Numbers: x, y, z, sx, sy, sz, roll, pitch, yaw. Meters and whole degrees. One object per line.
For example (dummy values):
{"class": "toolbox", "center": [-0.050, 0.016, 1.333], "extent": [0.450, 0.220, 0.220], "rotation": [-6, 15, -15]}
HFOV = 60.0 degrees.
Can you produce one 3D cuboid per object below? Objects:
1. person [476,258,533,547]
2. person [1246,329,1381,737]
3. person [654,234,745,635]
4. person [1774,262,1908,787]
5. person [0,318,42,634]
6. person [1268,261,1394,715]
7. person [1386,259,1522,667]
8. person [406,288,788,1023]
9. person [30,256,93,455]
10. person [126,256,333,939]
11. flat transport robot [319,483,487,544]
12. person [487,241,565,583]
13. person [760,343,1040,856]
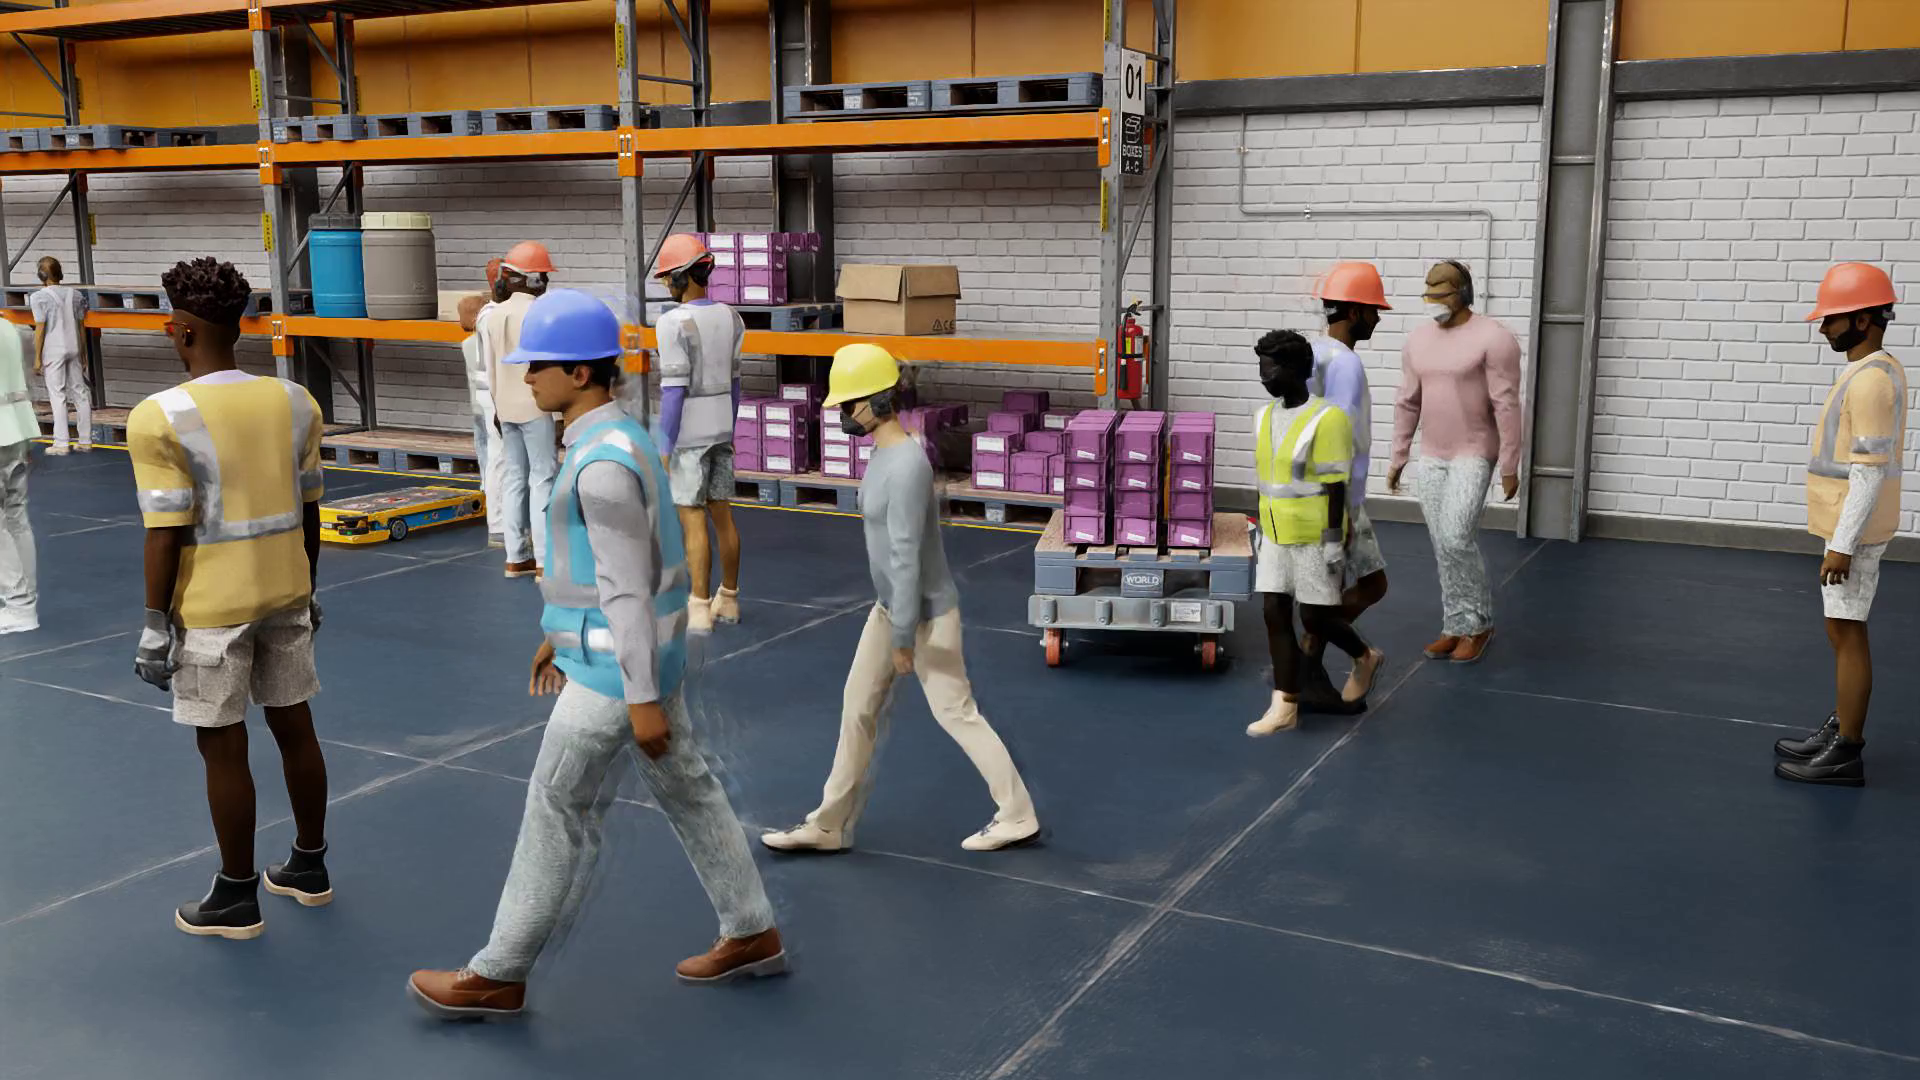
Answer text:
{"class": "person", "center": [-2.998, -0.900, 10.931], "extent": [0.337, 1.883, 0.584], "rotation": [-1, 10, -8]}
{"class": "person", "center": [1.451, -0.031, 6.802], "extent": [0.600, 1.665, 0.540], "rotation": [-6, 12, -30]}
{"class": "person", "center": [-1.359, -0.532, 8.503], "extent": [0.388, 2.036, 0.605], "rotation": [6, 12, 28]}
{"class": "person", "center": [3.263, -0.051, 6.155], "extent": [0.371, 1.931, 0.543], "rotation": [6, 12, 28]}
{"class": "person", "center": [-4.944, -0.467, 8.558], "extent": [0.373, 1.893, 0.640], "rotation": [0, 10, -2]}
{"class": "person", "center": [1.583, -0.191, 6.931], "extent": [0.398, 1.918, 0.565], "rotation": [0, 10, -3]}
{"class": "person", "center": [2.320, -0.365, 7.900], "extent": [0.484, 1.916, 0.651], "rotation": [-7, 12, -32]}
{"class": "person", "center": [-0.922, 0.305, 4.322], "extent": [0.986, 1.895, 0.612], "rotation": [-1, 10, -6]}
{"class": "person", "center": [-8.369, -1.706, 15.471], "extent": [0.345, 1.842, 0.504], "rotation": [6, 12, 28]}
{"class": "person", "center": [-2.108, 0.173, 4.828], "extent": [0.367, 1.966, 0.604], "rotation": [6, 12, 28]}
{"class": "flat transport robot", "center": [-3.867, -0.195, 11.494], "extent": [0.652, 0.197, 1.431], "rotation": [5, 12, 28]}
{"class": "person", "center": [-2.513, -0.744, 9.778], "extent": [0.620, 1.993, 0.391], "rotation": [8, 13, 39]}
{"class": "person", "center": [-0.159, 0.210, 5.362], "extent": [0.912, 1.697, 0.558], "rotation": [-3, 11, -14]}
